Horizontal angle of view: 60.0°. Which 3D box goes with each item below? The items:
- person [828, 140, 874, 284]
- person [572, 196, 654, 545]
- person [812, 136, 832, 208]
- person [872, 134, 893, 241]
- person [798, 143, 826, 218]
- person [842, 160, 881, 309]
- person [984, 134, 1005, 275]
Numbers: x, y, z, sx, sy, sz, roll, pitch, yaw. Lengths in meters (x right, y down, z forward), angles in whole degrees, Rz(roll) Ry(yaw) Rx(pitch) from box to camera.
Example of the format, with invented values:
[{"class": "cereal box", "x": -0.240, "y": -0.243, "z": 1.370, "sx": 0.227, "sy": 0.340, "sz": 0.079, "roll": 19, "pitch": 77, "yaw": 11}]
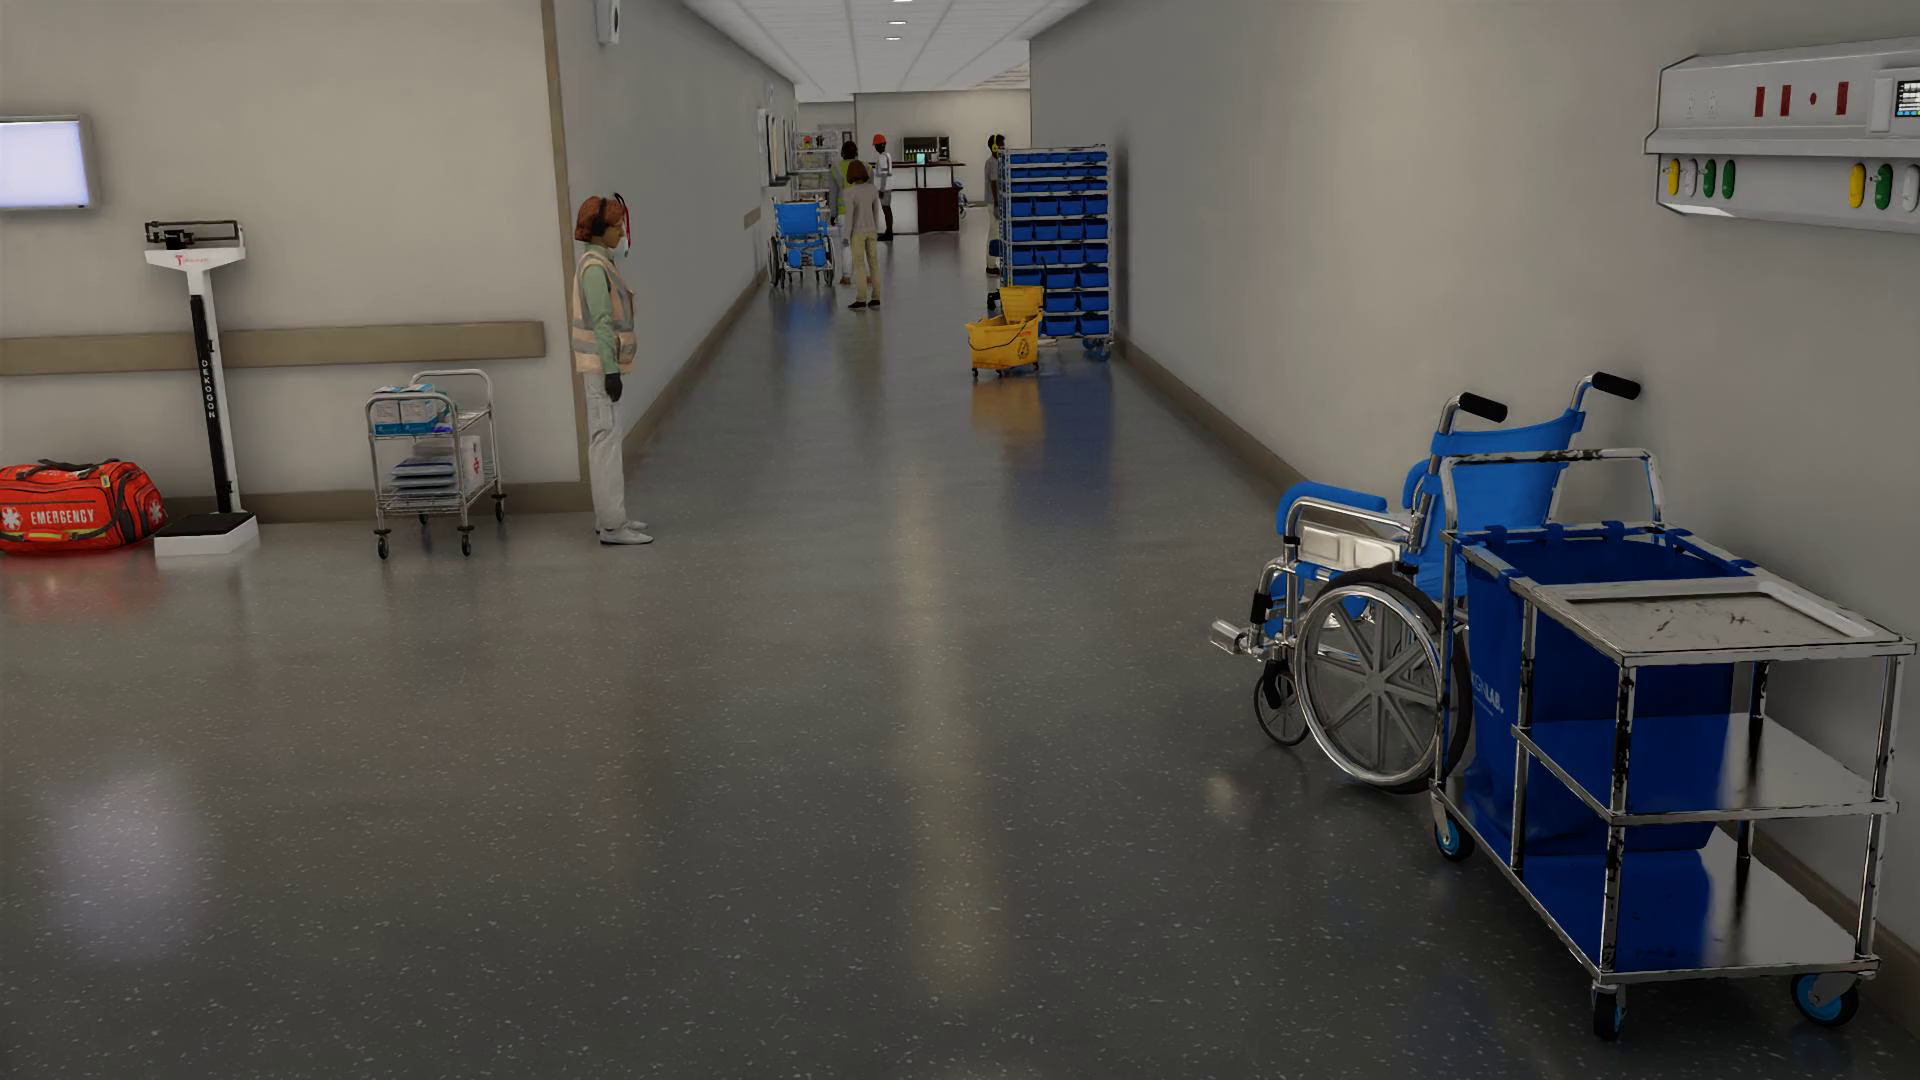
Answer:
[{"class": "person", "x": -1.404, "y": -4.263, "z": 21.685, "sx": 0.621, "sy": 1.845, "sz": 0.429, "roll": -5, "pitch": 14, "yaw": -14}, {"class": "person", "x": -1.674, "y": -0.799, "z": 7.902, "sx": 0.309, "sy": 1.640, "sz": 0.513, "roll": -5, "pitch": 14, "yaw": -13}, {"class": "person", "x": -3.664, "y": -9.641, "z": 43.793, "sx": 0.614, "sy": 1.963, "sz": 0.362, "roll": -2, "pitch": 14, "yaw": 0}, {"class": "person", "x": -1.422, "y": -6.489, "z": 30.656, "sx": 0.375, "sy": 1.930, "sz": 0.542, "roll": 0, "pitch": 14, "yaw": 7}, {"class": "person", "x": -3.347, "y": -8.057, "z": 37.616, "sx": 0.637, "sy": 1.791, "sz": 0.432, "roll": 3, "pitch": 14, "yaw": 19}, {"class": "person", "x": -1.098, "y": -3.397, "z": 18.523, "sx": 0.497, "sy": 1.633, "sz": 0.279, "roll": -15, "pitch": 19, "yaw": -43}, {"class": "person", "x": 0.485, "y": -4.527, "z": 22.504, "sx": 0.309, "sy": 1.863, "sz": 0.534, "roll": -2, "pitch": 14, "yaw": -3}]
